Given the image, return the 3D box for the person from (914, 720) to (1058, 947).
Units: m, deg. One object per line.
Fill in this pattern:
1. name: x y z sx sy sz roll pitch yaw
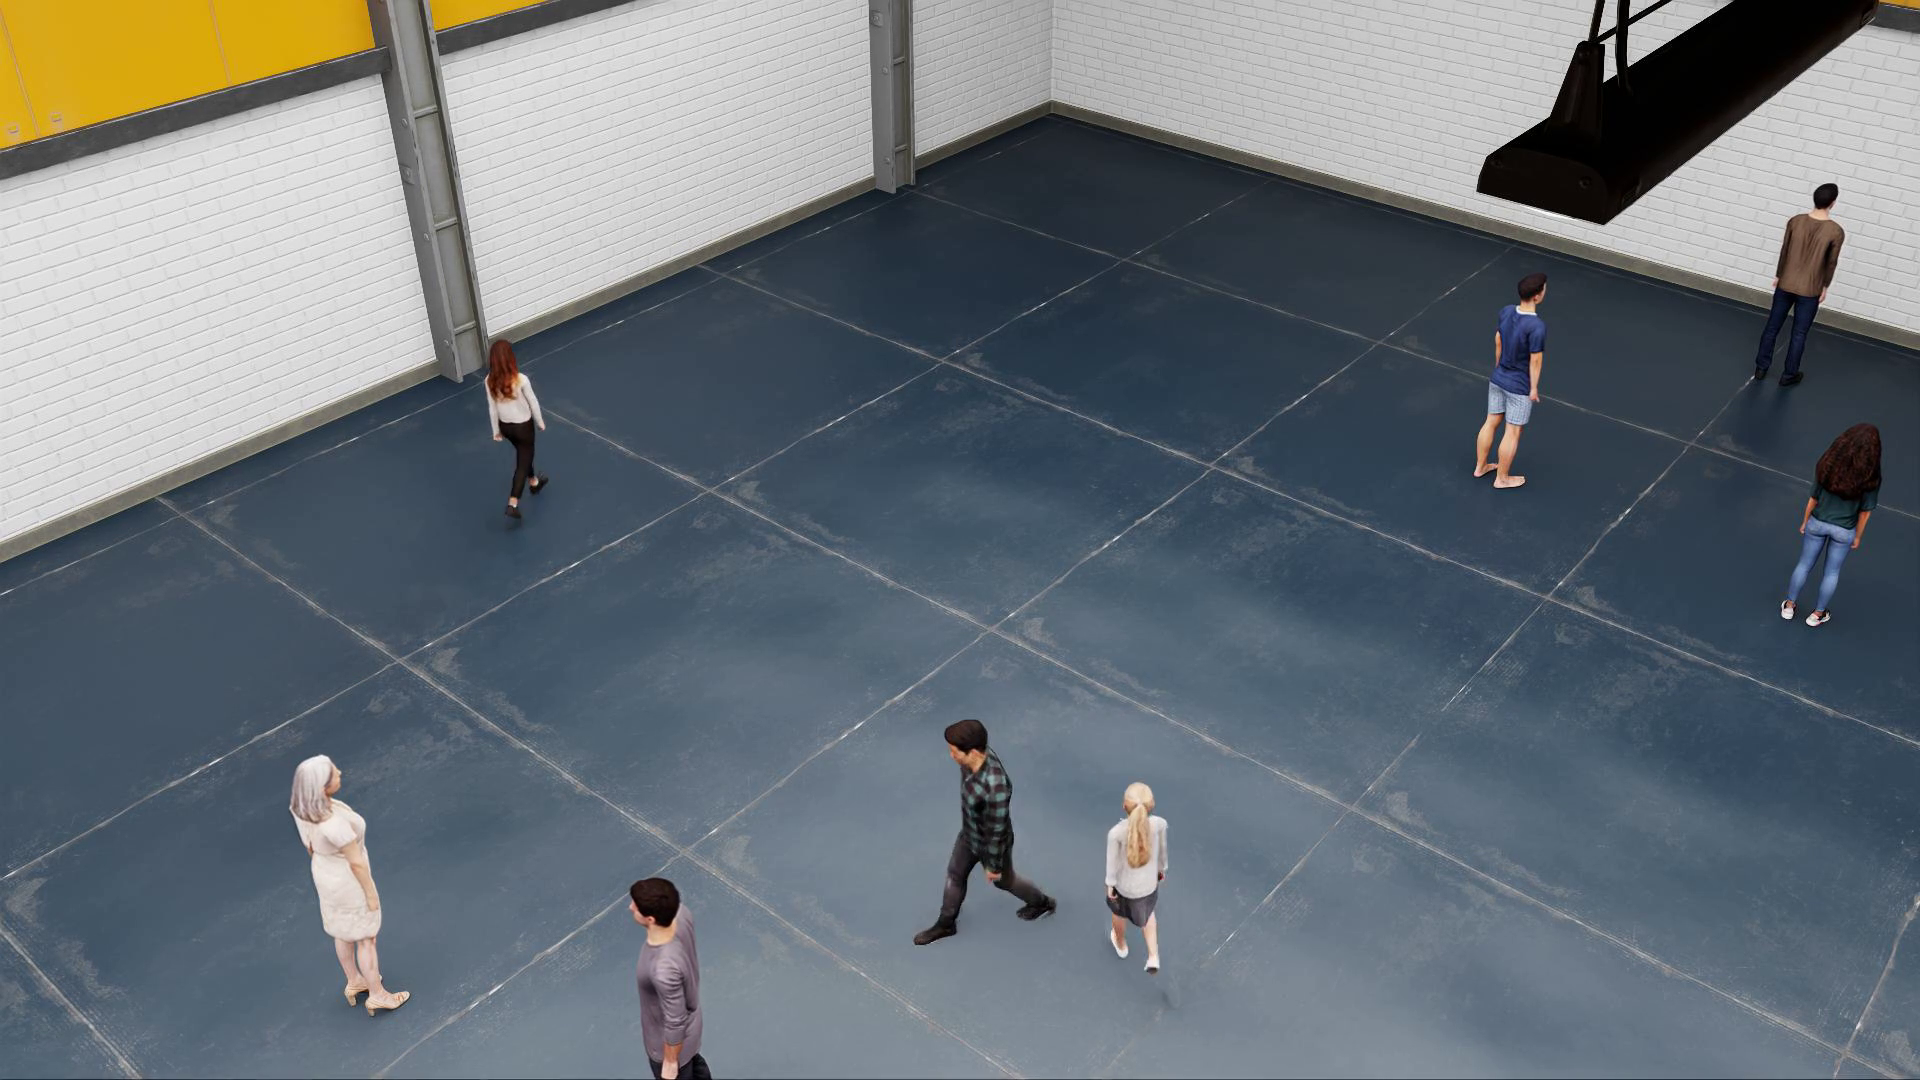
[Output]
1. person: 0.216 1.622 9.345 1.214 1.676 1.017 -14 36 -20

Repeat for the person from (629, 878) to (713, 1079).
1. person: -1.370 2.320 7.993 0.799 1.851 0.723 -1 34 -2

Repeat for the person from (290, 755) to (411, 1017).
1. person: -3.264 1.837 8.825 0.611 1.735 0.561 21 39 29

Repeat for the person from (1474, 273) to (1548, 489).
1. person: 4.464 -1.286 13.419 0.675 1.850 0.689 -18 37 -24

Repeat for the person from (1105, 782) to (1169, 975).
1. person: 0.990 1.891 9.166 0.755 1.267 0.793 -10 35 -14

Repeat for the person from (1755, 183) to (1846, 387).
1. person: 7.522 -2.288 14.892 0.660 1.888 0.590 28 43 35

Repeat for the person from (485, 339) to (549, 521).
1. person: -3.513 -0.846 13.114 0.810 1.455 1.053 8 35 12

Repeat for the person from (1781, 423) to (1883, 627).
1. person: 6.225 -0.112 11.863 0.600 1.617 0.592 23 40 30
